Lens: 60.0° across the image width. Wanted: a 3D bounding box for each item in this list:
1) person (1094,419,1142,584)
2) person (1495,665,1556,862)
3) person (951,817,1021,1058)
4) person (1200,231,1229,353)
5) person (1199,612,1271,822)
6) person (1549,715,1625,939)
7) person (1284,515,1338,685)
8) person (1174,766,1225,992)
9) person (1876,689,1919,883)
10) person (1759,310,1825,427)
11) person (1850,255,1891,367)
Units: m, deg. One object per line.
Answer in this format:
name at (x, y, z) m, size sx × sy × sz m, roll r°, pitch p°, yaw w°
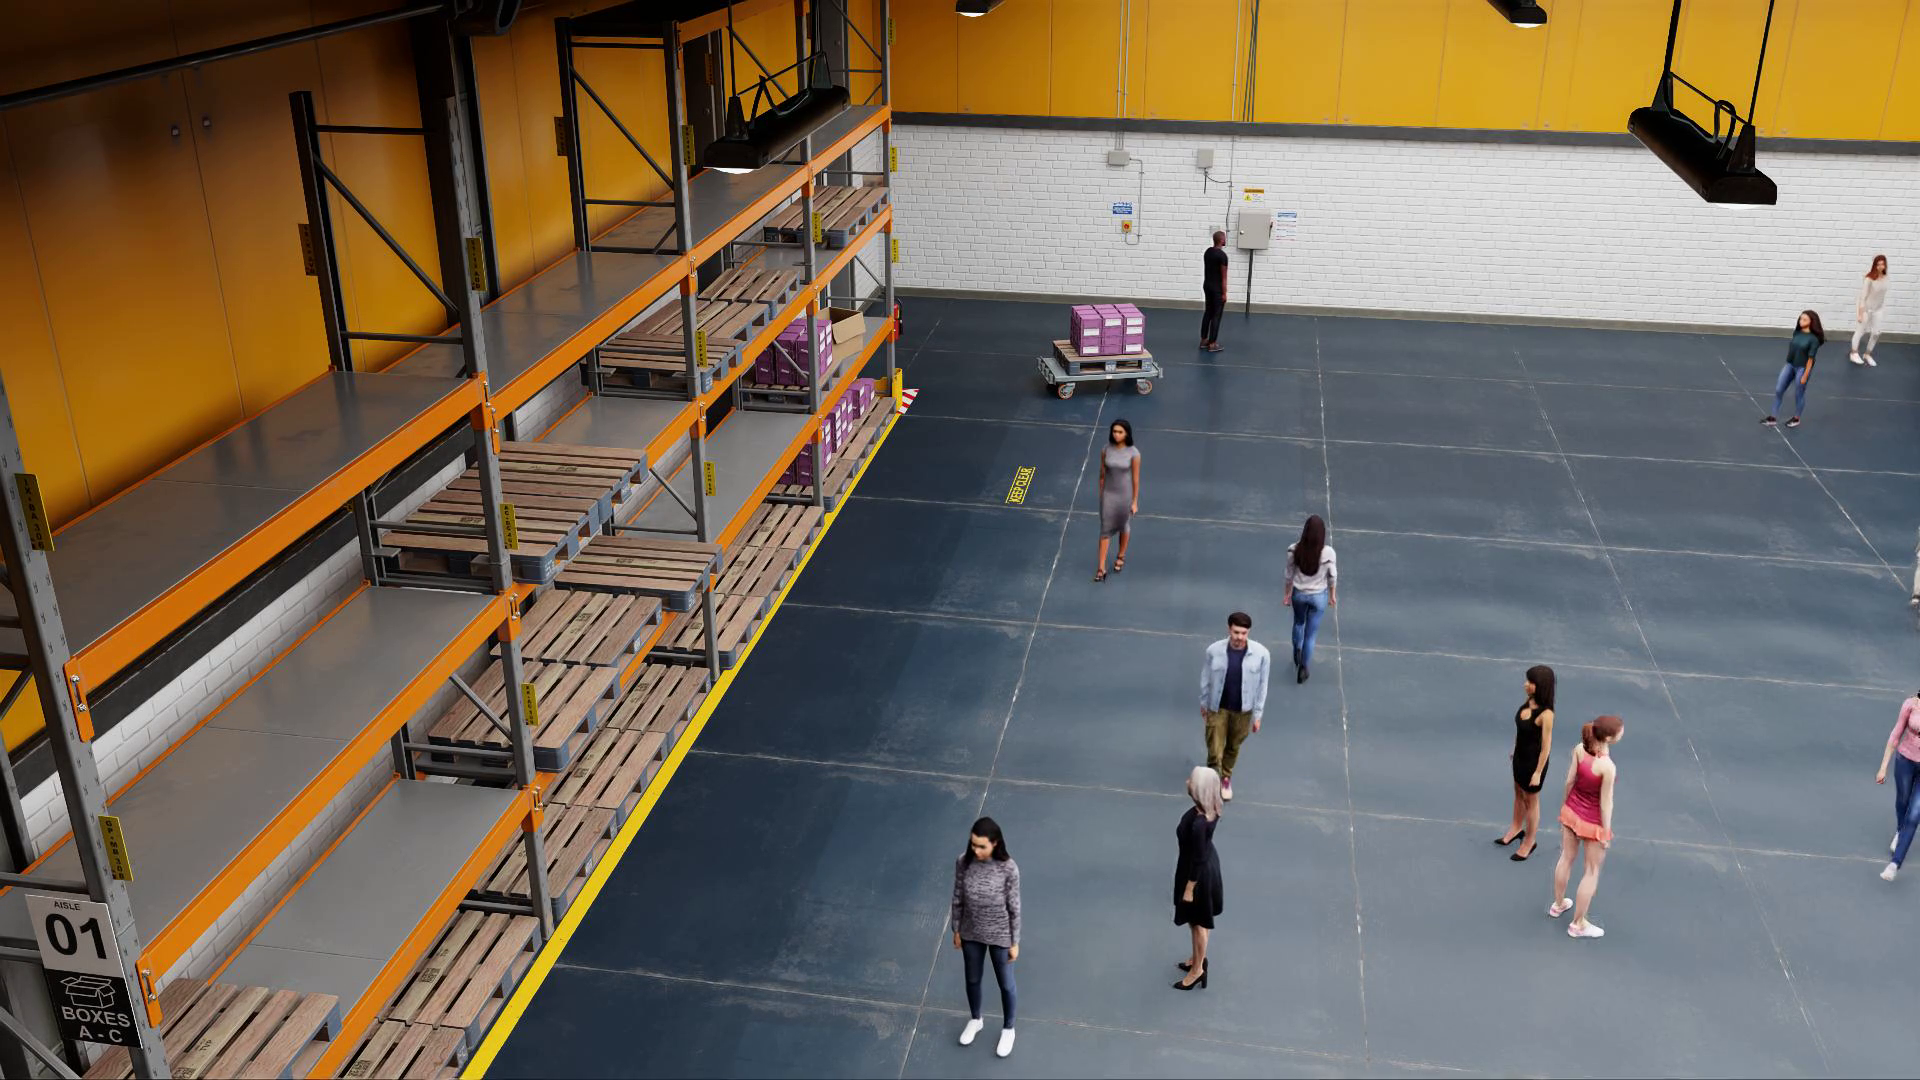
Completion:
person at (1.700, -0.450, 17.613) m, size 0.706 × 1.752 × 1.055 m, roll 8°, pitch 25°, yaw 17°
person at (4.396, 1.707, 12.808) m, size 0.686 × 1.649 × 0.531 m, roll -3°, pitch 24°, yaw -8°
person at (0.188, 2.538, 10.803) m, size 0.652 × 1.731 × 0.584 m, roll 8°, pitch 25°, yaw 18°
person at (3.845, -3.757, 25.097) m, size 0.809 × 1.816 × 0.703 m, roll -10°, pitch 26°, yaw -22°
person at (2.187, 1.341, 13.487) m, size 0.724 × 1.774 × 0.953 m, roll 3°, pitch 24°, yaw 6°
person at (4.507, 2.005, 12.003) m, size 0.789 × 1.747 × 0.681 m, roll -15°, pitch 28°, yaw -30°
person at (3.223, 0.581, 15.433) m, size 0.711 × 1.610 × 0.801 m, roll 10°, pitch 26°, yaw 23°
person at (1.621, 2.298, 11.334) m, size 0.691 × 1.747 × 0.548 m, roll 8°, pitch 25°, yaw 17°
person at (7.339, 1.716, 12.724) m, size 0.999 × 1.698 × 1.205 m, roll 20°, pitch 30°, yaw 38°
person at (11.125, -2.254, 21.935) m, size 0.906 × 1.596 × 0.900 m, roll -9°, pitch 25°, yaw -20°
person at (13.348, -3.378, 24.432) m, size 0.692 × 1.654 × 0.747 m, roll -6°, pitch 24°, yaw -13°
